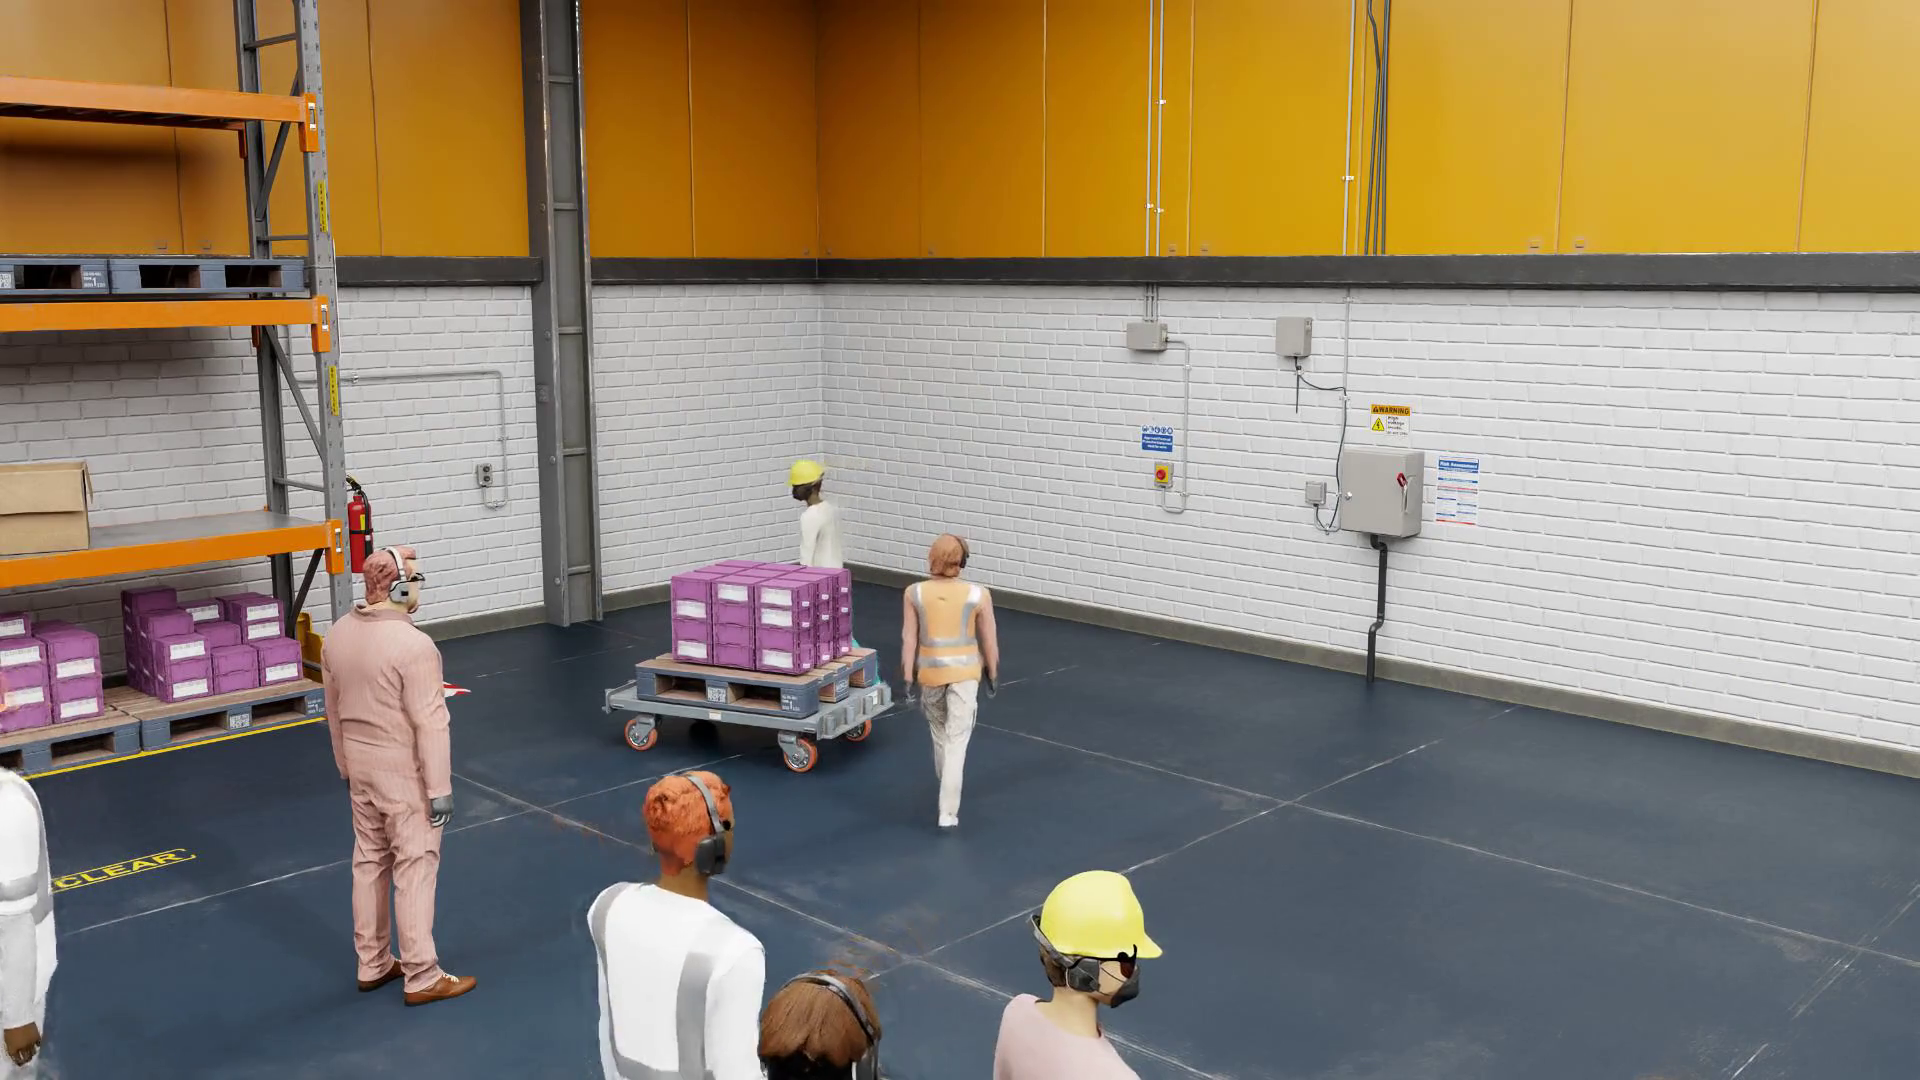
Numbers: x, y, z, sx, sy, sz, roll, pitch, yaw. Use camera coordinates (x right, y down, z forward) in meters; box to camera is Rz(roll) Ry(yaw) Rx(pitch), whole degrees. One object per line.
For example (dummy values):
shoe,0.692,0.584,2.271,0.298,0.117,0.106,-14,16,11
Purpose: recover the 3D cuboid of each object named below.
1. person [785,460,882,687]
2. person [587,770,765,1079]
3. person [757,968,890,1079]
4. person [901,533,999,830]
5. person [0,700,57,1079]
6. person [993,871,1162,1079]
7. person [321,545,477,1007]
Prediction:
person,-0.935,0.284,11.695,0.889,1.711,0.540,2,9,10
person,-0.704,1.465,4.052,0.584,1.849,0.935,7,12,36
person,-0.223,1.658,3.058,0.636,1.788,0.983,3,10,16
person,-0.049,0.750,9.214,0.519,1.584,0.898,3,10,15
person,-2.816,1.281,4.955,0.555,1.917,0.656,9,13,44
person,0.256,1.575,3.620,0.329,1.765,0.526,-5,10,-27
person,-2.321,0.967,6.910,0.652,1.906,0.403,6,11,33
